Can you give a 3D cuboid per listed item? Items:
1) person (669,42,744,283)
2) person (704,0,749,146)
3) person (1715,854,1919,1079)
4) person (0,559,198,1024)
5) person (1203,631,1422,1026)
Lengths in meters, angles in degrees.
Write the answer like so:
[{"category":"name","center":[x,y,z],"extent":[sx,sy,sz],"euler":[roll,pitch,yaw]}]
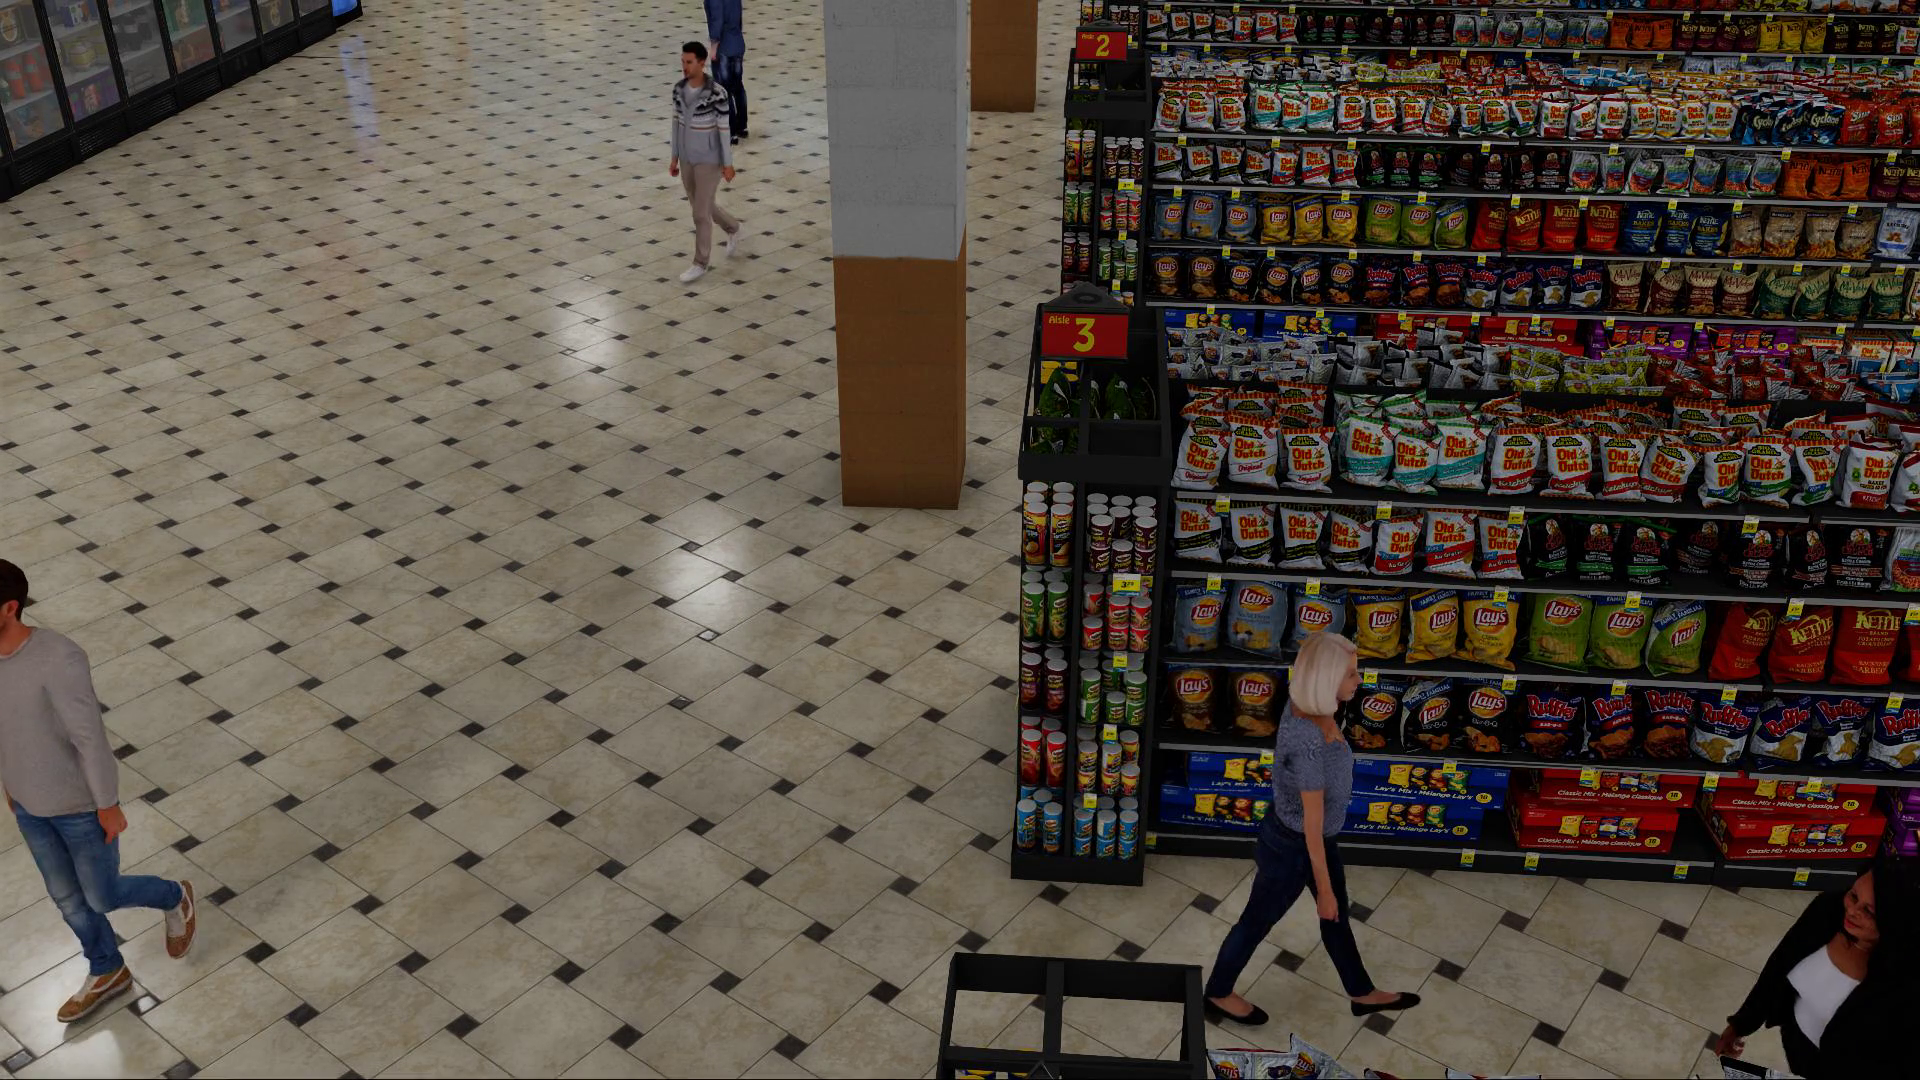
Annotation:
[{"category":"person","center":[-2.013,-3.058,13.284],"extent":[1.184,1.841,1.118],"euler":[19,34,31]},{"category":"person","center":[-2.348,-4.914,16.700],"extent":[0.698,1.826,0.777],"euler":[11,30,19]},{"category":"person","center":[2.744,1.586,5.066],"extent":[1.159,1.567,0.900],"euler":[-8,30,-14]},{"category":"person","center":[-3.182,0.874,6.034],"extent":[0.873,1.888,0.861],"euler":[10,30,18]},{"category":"person","center":[1.103,1.062,5.897],"extent":[1.066,1.689,0.751],"euler":[8,30,14]}]
